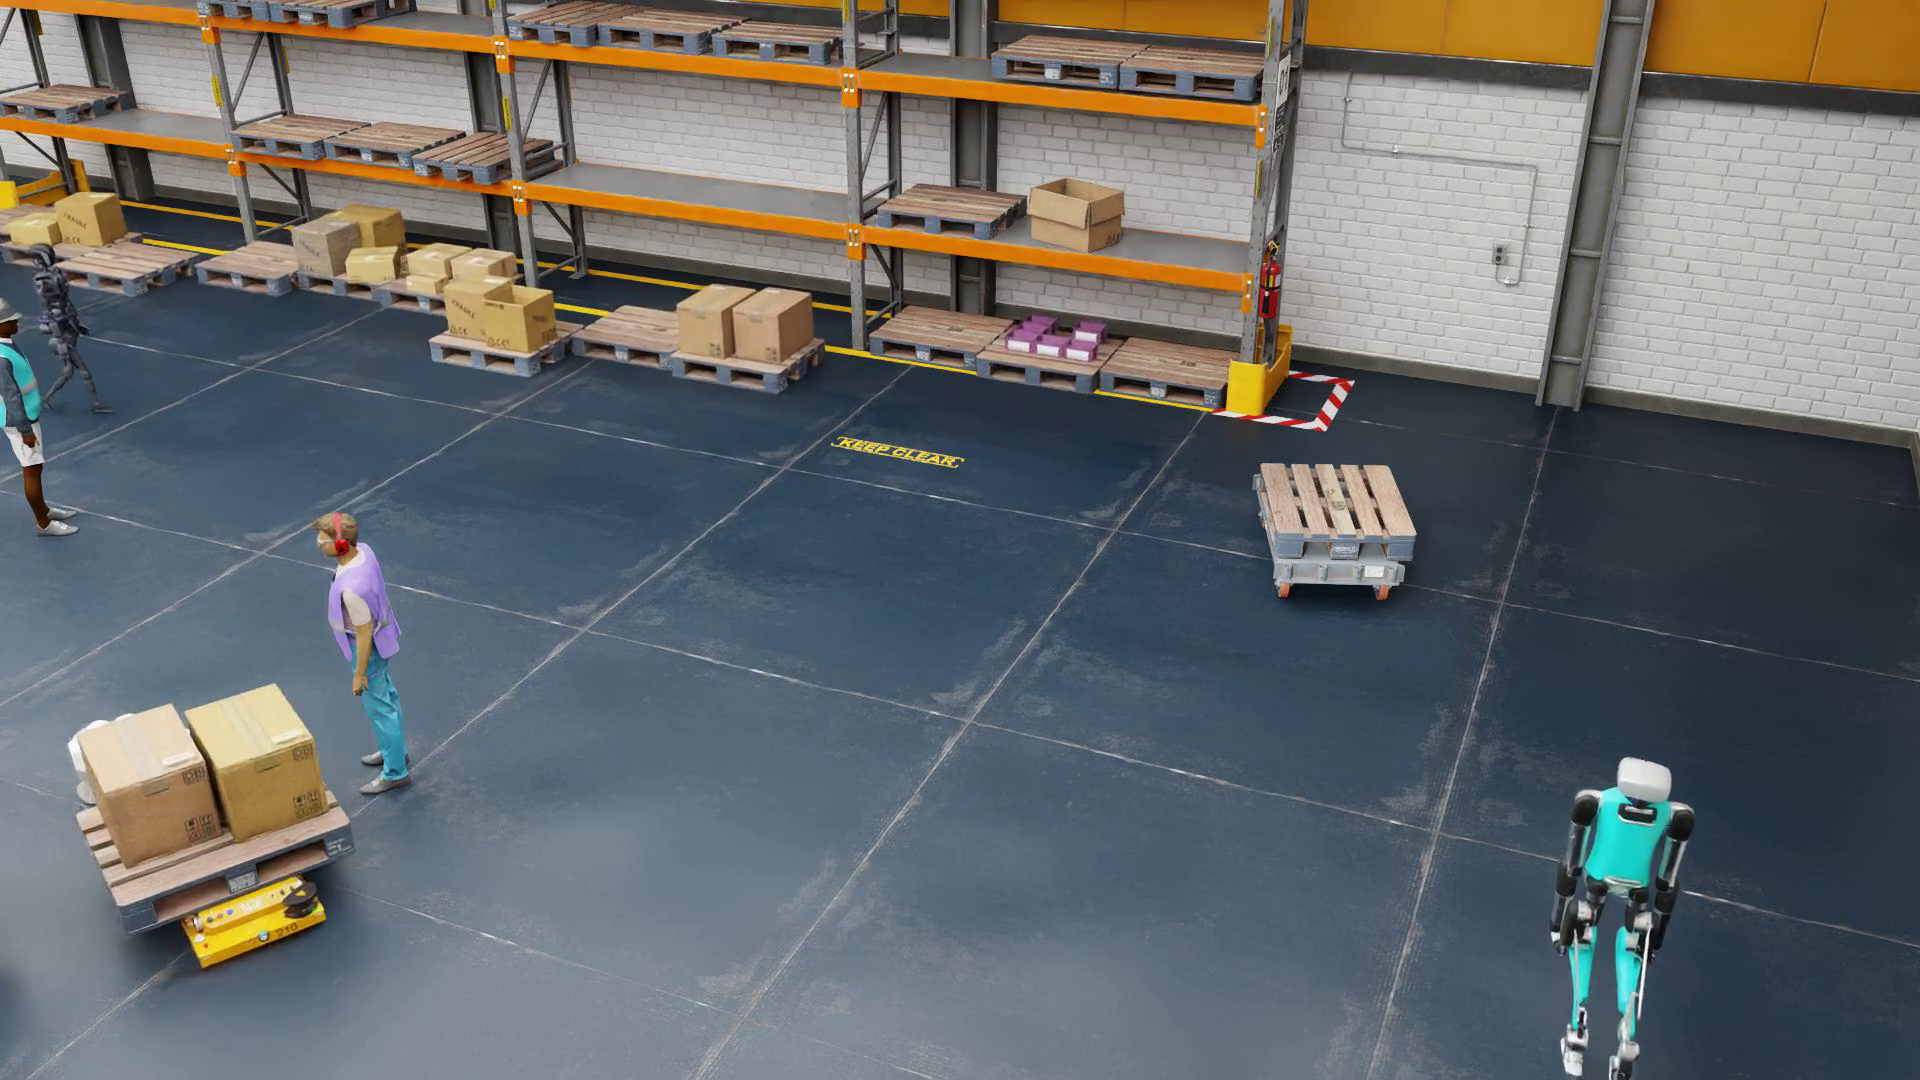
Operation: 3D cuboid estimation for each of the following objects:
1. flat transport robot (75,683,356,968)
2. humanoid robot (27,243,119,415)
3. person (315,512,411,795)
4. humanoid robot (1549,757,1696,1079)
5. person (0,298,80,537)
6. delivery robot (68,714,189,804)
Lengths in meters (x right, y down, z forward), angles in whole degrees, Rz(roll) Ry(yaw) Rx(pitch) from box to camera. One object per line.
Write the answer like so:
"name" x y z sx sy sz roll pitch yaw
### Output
"flat transport robot" -4.143 1.834 9.375 0.659 0.231 1.431 -19 33 -32
"humanoid robot" -8.223 -1.900 15.139 0.744 1.655 0.589 -5 28 -10
"person" -3.533 0.662 9.926 0.390 1.847 0.562 -7 28 -13
"humanoid robot" 2.983 1.958 7.562 0.551 1.778 0.954 6 28 11
"person" -7.320 -0.950 12.952 0.419 1.940 0.547 -13 30 -23
"delivery robot" -4.938 1.334 10.045 0.794 0.606 0.499 5 28 9
